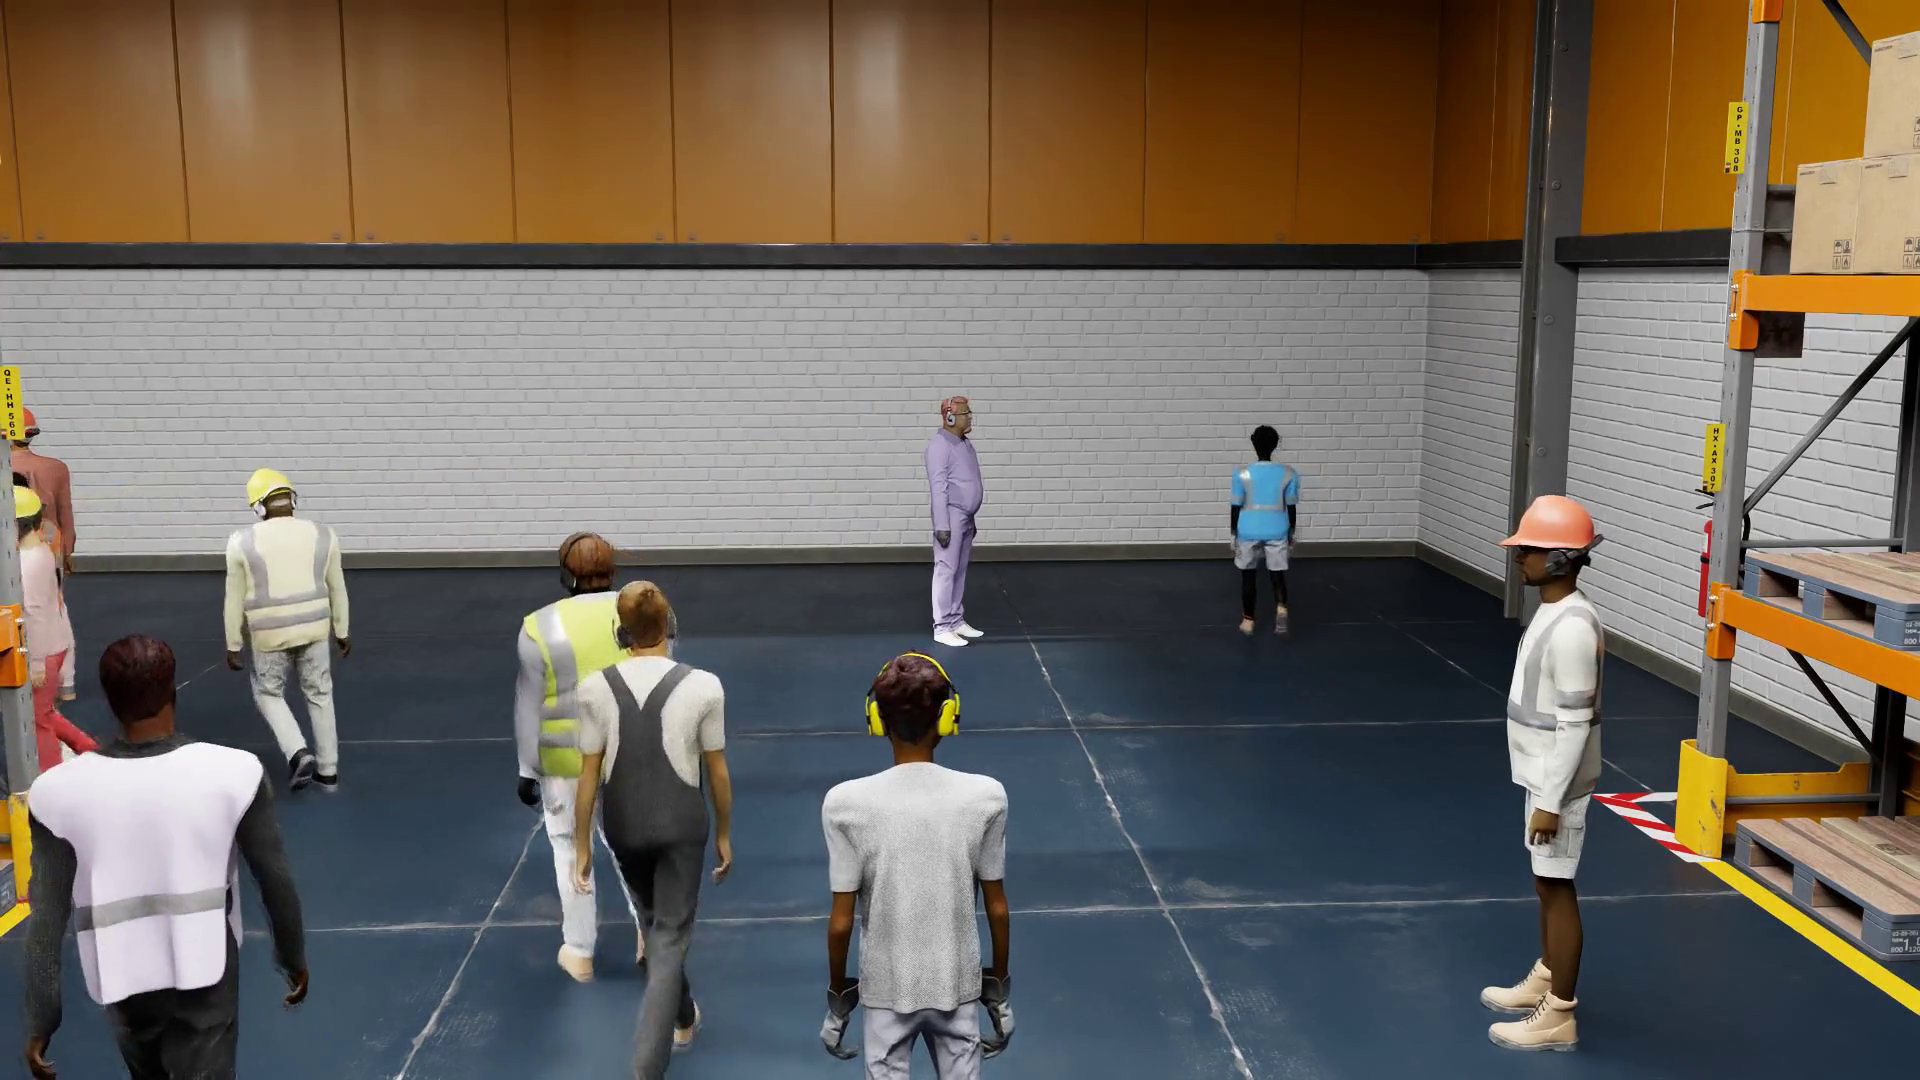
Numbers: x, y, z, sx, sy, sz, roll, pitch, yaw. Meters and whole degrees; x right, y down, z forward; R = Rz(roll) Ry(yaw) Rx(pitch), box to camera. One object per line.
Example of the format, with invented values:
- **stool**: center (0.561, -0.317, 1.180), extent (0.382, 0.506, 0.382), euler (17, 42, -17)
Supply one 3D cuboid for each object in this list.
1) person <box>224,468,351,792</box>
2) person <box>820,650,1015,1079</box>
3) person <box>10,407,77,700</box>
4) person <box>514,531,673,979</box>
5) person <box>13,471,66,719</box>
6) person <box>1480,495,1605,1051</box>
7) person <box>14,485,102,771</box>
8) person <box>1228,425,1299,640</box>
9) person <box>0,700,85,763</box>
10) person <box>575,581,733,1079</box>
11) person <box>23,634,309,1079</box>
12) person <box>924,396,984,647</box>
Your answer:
- **person**: center (-3.631, 0.511, 9.009), extent (0.668, 1.796, 0.512), euler (-7, 11, -38)
- **person**: center (-0.111, 1.212, 4.403), extent (0.519, 1.865, 0.326), euler (-1, 9, -8)
- **person**: center (-6.121, 0.109, 10.915), extent (0.382, 1.994, 0.623), euler (5, 11, 31)
- **person**: center (-1.446, 0.877, 6.640), extent (0.632, 1.829, 0.520), euler (-6, 11, -33)
- **person**: center (-5.555, 0.423, 9.924), extent (0.456, 1.675, 0.564), euler (4, 10, 23)
- **person**: center (2.144, 0.852, 6.098), extent (0.381, 2.045, 0.605), euler (2, 9, 15)
- **person**: center (-4.798, 0.574, 8.718), extent (0.439, 1.754, 0.532), euler (-5, 10, -28)
- **person**: center (2.359, -0.050, 12.904), extent (0.547, 1.680, 0.680), euler (0, 9, 0)
- **person**: center (-5.388, 0.558, 9.330), extent (0.737, 1.604, 0.507), euler (-4, 10, -21)
- **person**: center (-1.068, 1.042, 5.748), extent (0.531, 1.786, 0.954), euler (1, 9, 4)
- **person**: center (-2.165, 1.187, 4.576), extent (0.643, 1.852, 1.009), euler (-3, 9, -16)
- **person**: center (-0.023, -0.152, 12.823), extent (0.407, 1.913, 0.641), euler (3, 10, 20)
